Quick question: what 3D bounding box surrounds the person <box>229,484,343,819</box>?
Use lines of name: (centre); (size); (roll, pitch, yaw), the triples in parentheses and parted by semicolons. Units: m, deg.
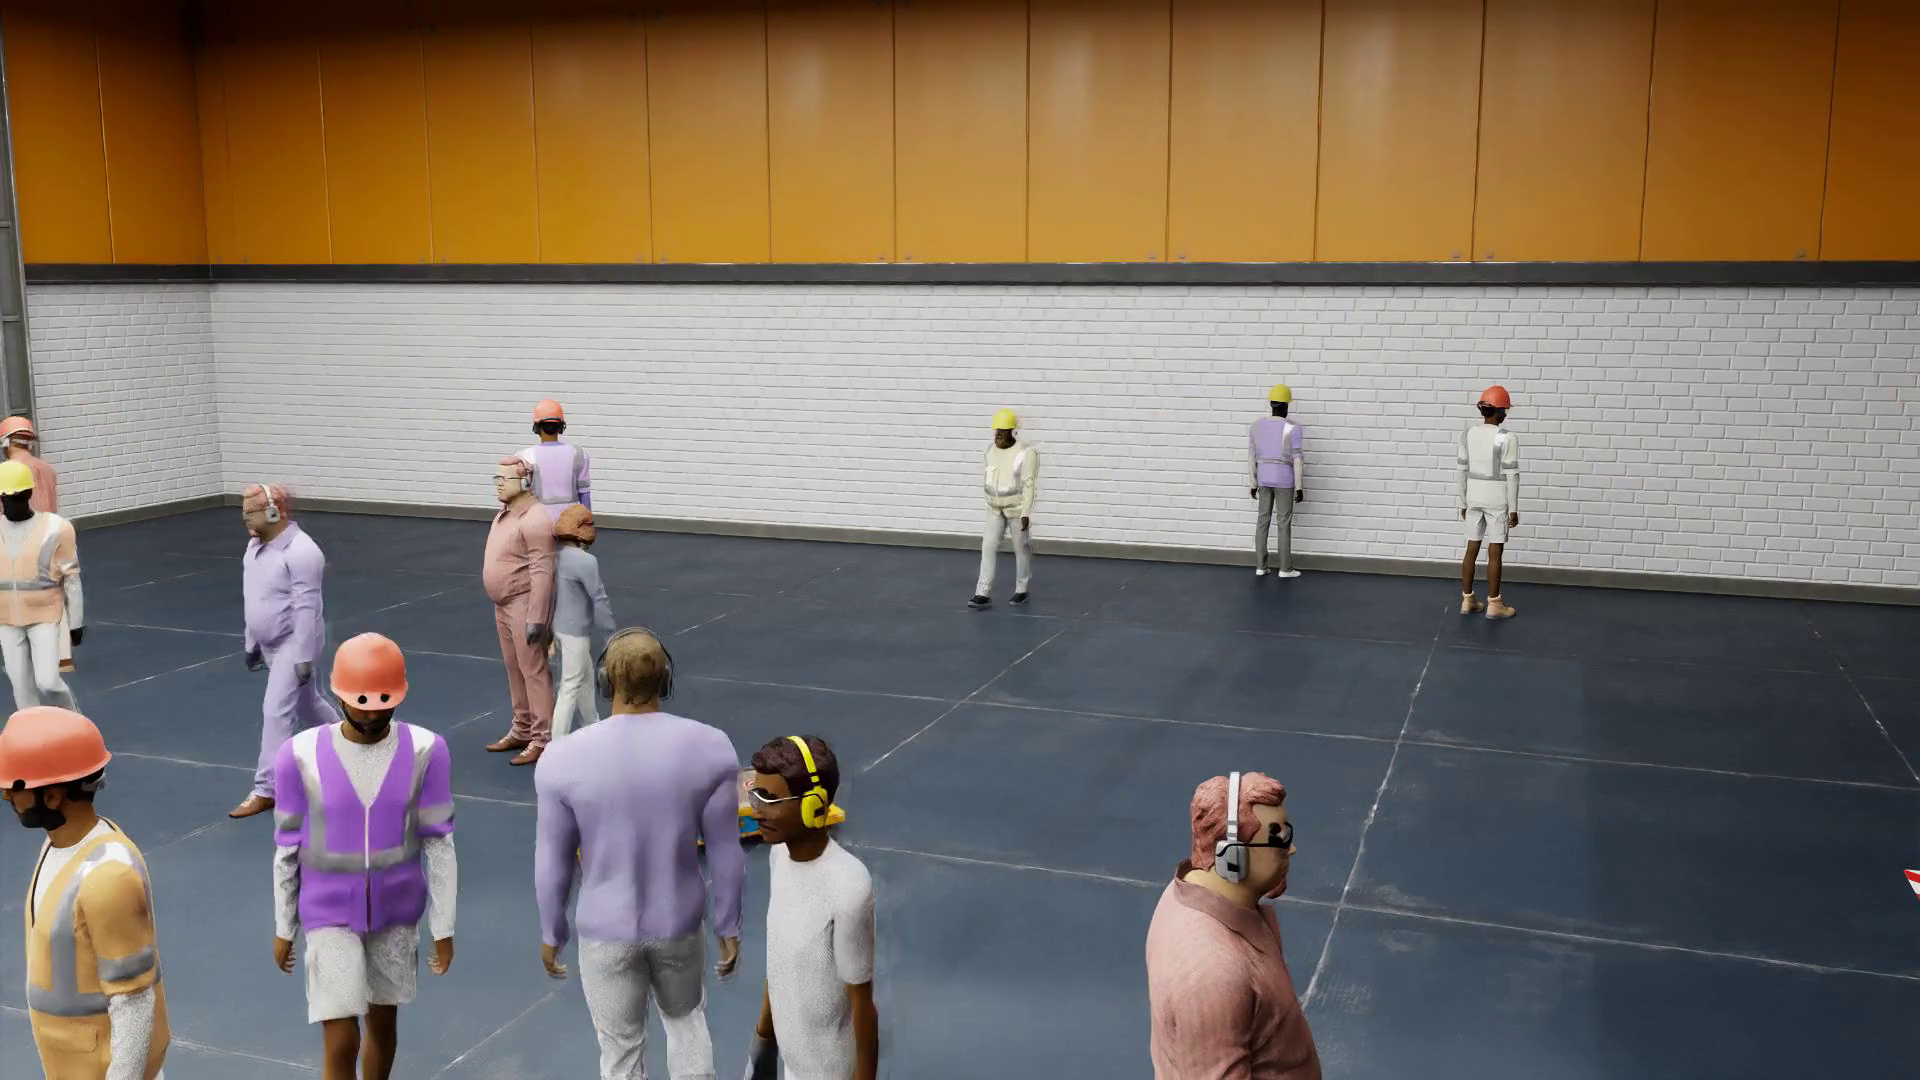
person: (-3.809, 0.581, 9.551); (0.648, 1.862, 0.943); (7, 12, 39)

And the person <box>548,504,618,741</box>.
person: (-2.304, 0.575, 10.326); (0.660, 1.614, 0.511); (-8, 12, -41)

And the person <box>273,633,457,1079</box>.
person: (-1.885, 1.238, 5.328); (0.570, 1.895, 0.853); (-5, 10, -26)

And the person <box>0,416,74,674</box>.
person: (-7.020, 0.044, 12.599); (0.606, 1.941, 0.650); (1, 9, 9)

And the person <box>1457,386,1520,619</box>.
person: (4.656, -0.333, 14.625); (0.373, 2.044, 0.606); (-7, 11, -37)

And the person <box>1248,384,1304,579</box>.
person: (3.143, -0.579, 16.509); (0.585, 1.929, 0.375); (7, 11, 37)

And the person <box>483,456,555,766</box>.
person: (-2.744, 0.427, 10.322); (0.408, 1.913, 0.644); (-7, 11, -36)

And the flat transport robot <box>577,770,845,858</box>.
flat transport robot: (-1.403, 1.463, 8.967); (1.431, 0.197, 0.652); (-5, 11, -30)

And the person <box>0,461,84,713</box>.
person: (-5.651, 0.461, 10.097); (0.592, 1.907, 0.454); (-1, 9, -5)

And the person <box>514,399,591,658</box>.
person: (-3.217, -0.091, 13.127); (0.609, 2.044, 0.397); (-5, 11, -30)

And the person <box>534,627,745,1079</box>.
person: (-1.023, 1.229, 5.312); (0.641, 1.925, 0.424); (-4, 10, -22)

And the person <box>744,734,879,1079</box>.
person: (-0.410, 1.411, 4.389); (0.394, 1.852, 0.536); (-4, 10, -25)

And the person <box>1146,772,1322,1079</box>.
person: (0.633, 1.466, 3.890); (0.407, 1.908, 0.641); (1, 9, 3)

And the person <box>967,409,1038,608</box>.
person: (0.384, -0.265, 14.940); (0.604, 1.793, 0.838); (6, 11, 31)

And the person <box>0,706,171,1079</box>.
person: (-2.290, 1.373, 4.381); (0.376, 1.934, 0.547); (-8, 12, -40)
